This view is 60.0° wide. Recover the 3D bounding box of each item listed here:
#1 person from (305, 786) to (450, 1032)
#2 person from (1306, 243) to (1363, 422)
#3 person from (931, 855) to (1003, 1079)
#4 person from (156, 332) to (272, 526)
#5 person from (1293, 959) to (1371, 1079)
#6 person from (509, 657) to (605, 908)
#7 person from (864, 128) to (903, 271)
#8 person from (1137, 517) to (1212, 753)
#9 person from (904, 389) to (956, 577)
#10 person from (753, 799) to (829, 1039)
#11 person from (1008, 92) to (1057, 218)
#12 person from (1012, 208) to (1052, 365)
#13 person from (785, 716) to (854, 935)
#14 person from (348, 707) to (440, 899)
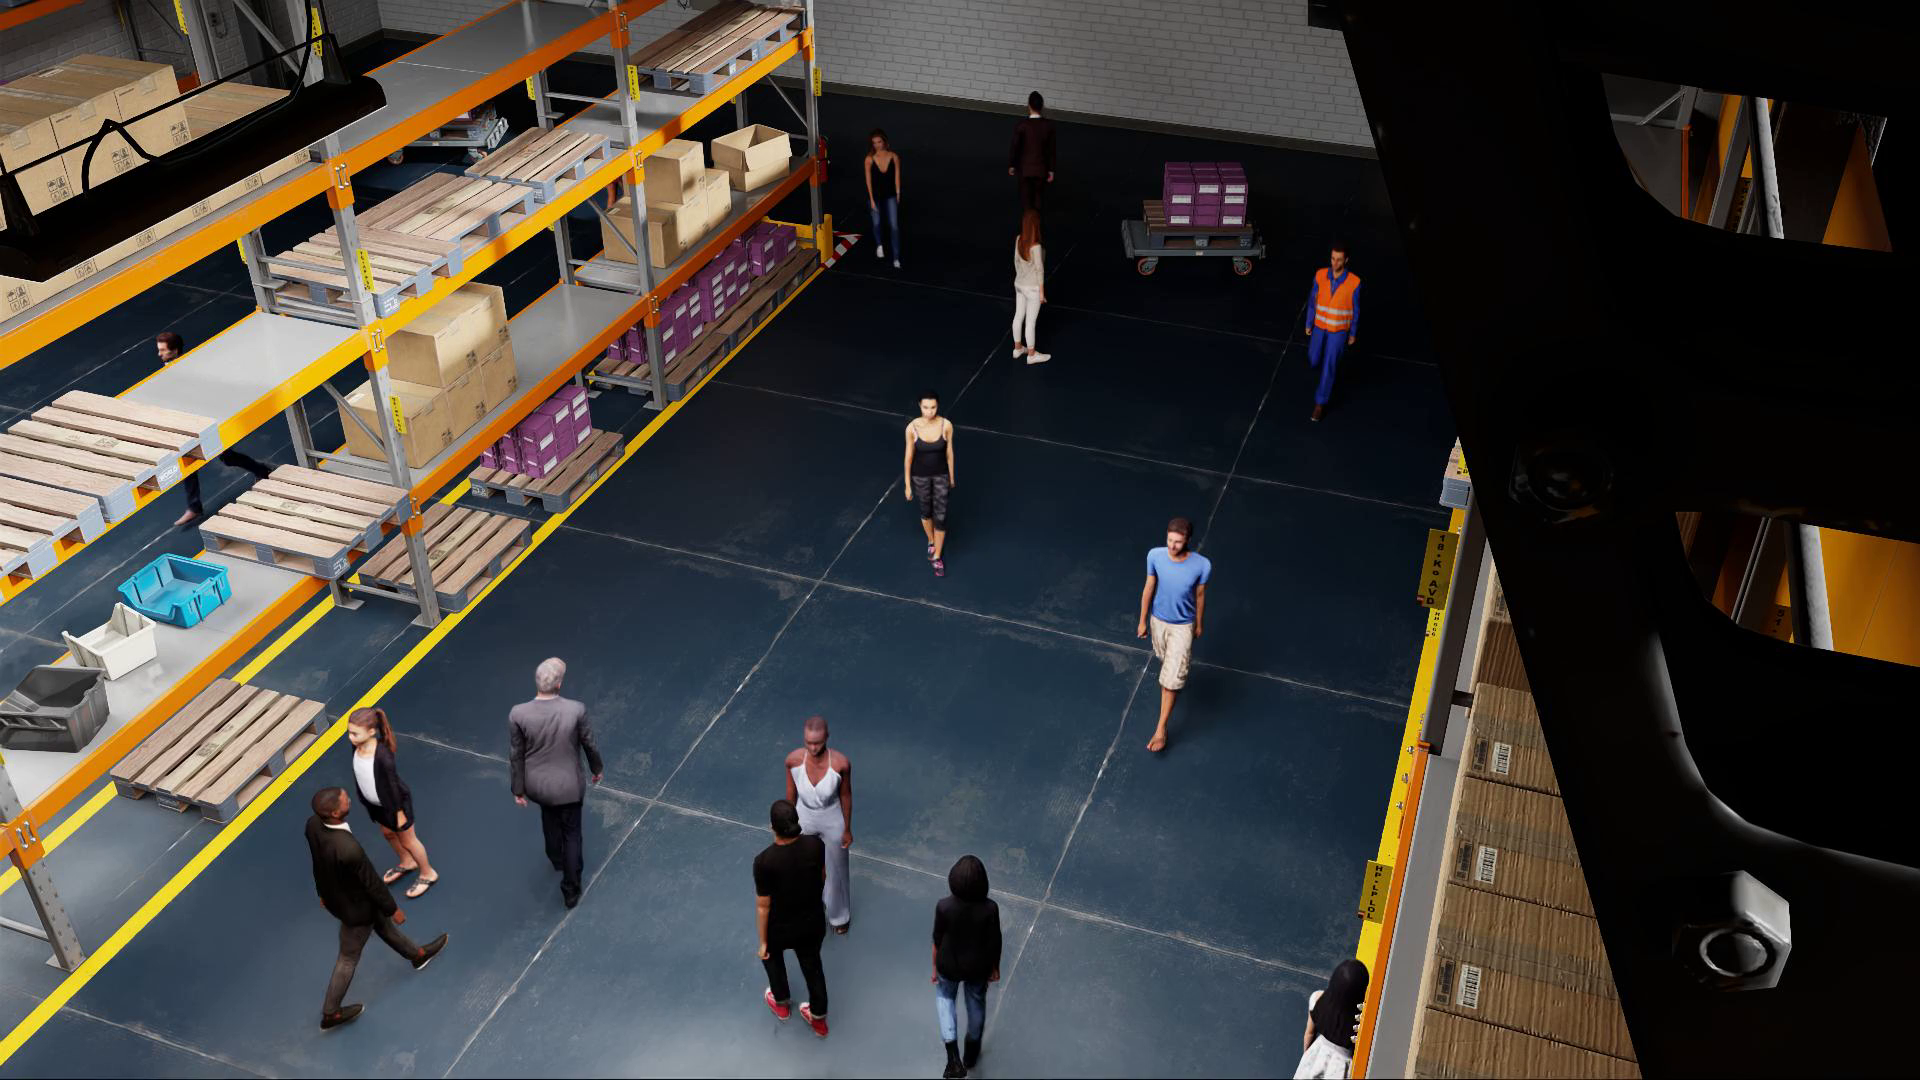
[{"bbox_3d":[-3.764,2.271,10.125,1.002,1.750,1.287,28,43,35],"label":"person"},{"bbox_3d":[3.744,-2.140,16.675,0.756,1.845,1.058,15,37,22],"label":"person"},{"bbox_3d":[0.028,2.559,9.744,0.721,1.693,0.851,-1,34,-1],"label":"person"},{"bbox_3d":[-6.816,-1.068,15.090,0.800,1.814,1.263,17,37,24],"label":"person"},{"bbox_3d":[2.034,2.957,9.075,0.764,1.769,0.775,29,43,36],"label":"person"},{"bbox_3d":[-2.700,1.646,11.018,0.917,1.802,1.010,-5,34,-8],"label":"person"},{"bbox_3d":[-0.942,-4.087,19.766,0.926,1.666,1.152,-5,34,-8],"label":"person"},{"bbox_3d":[1.634,0.568,12.629,0.720,1.815,1.295,15,37,21],"label":"person"},{"bbox_3d":[-0.264,-0.581,14.449,0.766,1.713,0.887,-2,34,-3],"label":"person"},{"bbox_3d":[-0.966,2.354,10.014,0.876,1.735,0.942,-18,38,-25],"label":"person"},{"bbox_3d":[0.900,-4.464,20.174,0.988,1.843,1.096,-9,35,-13],"label":"person"},{"bbox_3d":[0.720,-2.690,17.621,0.732,1.713,0.698,-20,39,-28],"label":"person"},{"bbox_3d":[-0.903,1.841,10.740,0.621,1.786,0.566,2,34,4],"label":"person"},{"bbox_3d":[-3.821,1.724,11.130,0.573,1.549,0.582,19,38,26],"label":"person"}]
